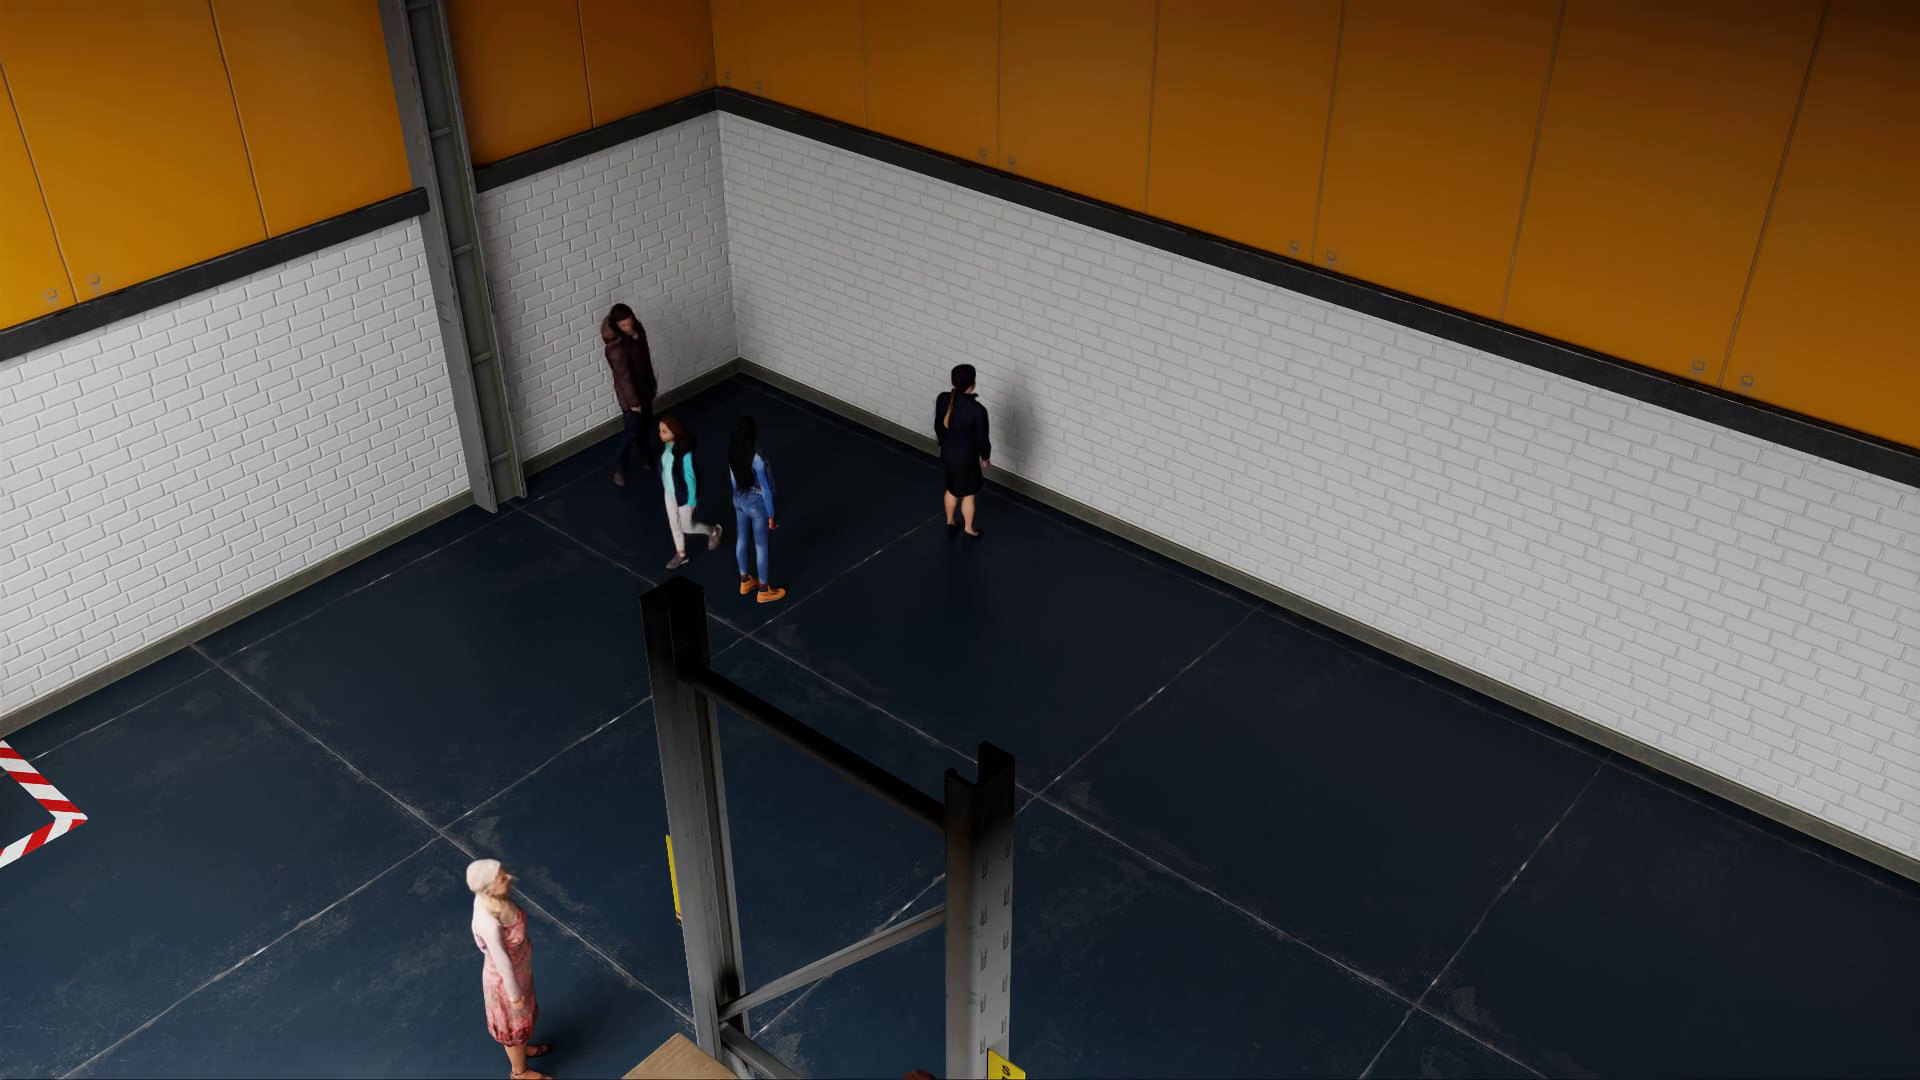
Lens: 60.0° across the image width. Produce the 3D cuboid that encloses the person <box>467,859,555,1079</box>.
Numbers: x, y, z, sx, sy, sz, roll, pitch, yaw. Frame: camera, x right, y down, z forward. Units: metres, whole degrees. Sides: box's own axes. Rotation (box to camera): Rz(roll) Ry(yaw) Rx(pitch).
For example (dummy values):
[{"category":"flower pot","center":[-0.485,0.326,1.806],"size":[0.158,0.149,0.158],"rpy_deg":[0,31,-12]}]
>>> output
[{"category":"person","center":[-2.601,2.478,9.538],"size":[0.721,1.689,0.685],"rpy_deg":[-9,35,-13]}]

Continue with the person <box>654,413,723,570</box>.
[{"category":"person","center":[-2.321,-0.441,14.114],"size":[0.795,1.484,0.607],"rpy_deg":[-28,43,-35]}]

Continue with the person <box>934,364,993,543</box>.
[{"category":"person","center":[0.011,-0.744,14.402],"size":[0.710,1.671,0.634],"rpy_deg":[22,39,29]}]

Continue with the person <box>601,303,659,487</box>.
[{"category":"person","center":[-2.988,-1.425,15.303],"size":[1.014,1.808,0.889],"rpy_deg":[-4,34,-7]}]

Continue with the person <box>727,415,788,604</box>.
[{"category":"person","center":[-1.706,-0.263,13.641],"size":[0.610,1.713,0.521],"rpy_deg":[28,43,35]}]
